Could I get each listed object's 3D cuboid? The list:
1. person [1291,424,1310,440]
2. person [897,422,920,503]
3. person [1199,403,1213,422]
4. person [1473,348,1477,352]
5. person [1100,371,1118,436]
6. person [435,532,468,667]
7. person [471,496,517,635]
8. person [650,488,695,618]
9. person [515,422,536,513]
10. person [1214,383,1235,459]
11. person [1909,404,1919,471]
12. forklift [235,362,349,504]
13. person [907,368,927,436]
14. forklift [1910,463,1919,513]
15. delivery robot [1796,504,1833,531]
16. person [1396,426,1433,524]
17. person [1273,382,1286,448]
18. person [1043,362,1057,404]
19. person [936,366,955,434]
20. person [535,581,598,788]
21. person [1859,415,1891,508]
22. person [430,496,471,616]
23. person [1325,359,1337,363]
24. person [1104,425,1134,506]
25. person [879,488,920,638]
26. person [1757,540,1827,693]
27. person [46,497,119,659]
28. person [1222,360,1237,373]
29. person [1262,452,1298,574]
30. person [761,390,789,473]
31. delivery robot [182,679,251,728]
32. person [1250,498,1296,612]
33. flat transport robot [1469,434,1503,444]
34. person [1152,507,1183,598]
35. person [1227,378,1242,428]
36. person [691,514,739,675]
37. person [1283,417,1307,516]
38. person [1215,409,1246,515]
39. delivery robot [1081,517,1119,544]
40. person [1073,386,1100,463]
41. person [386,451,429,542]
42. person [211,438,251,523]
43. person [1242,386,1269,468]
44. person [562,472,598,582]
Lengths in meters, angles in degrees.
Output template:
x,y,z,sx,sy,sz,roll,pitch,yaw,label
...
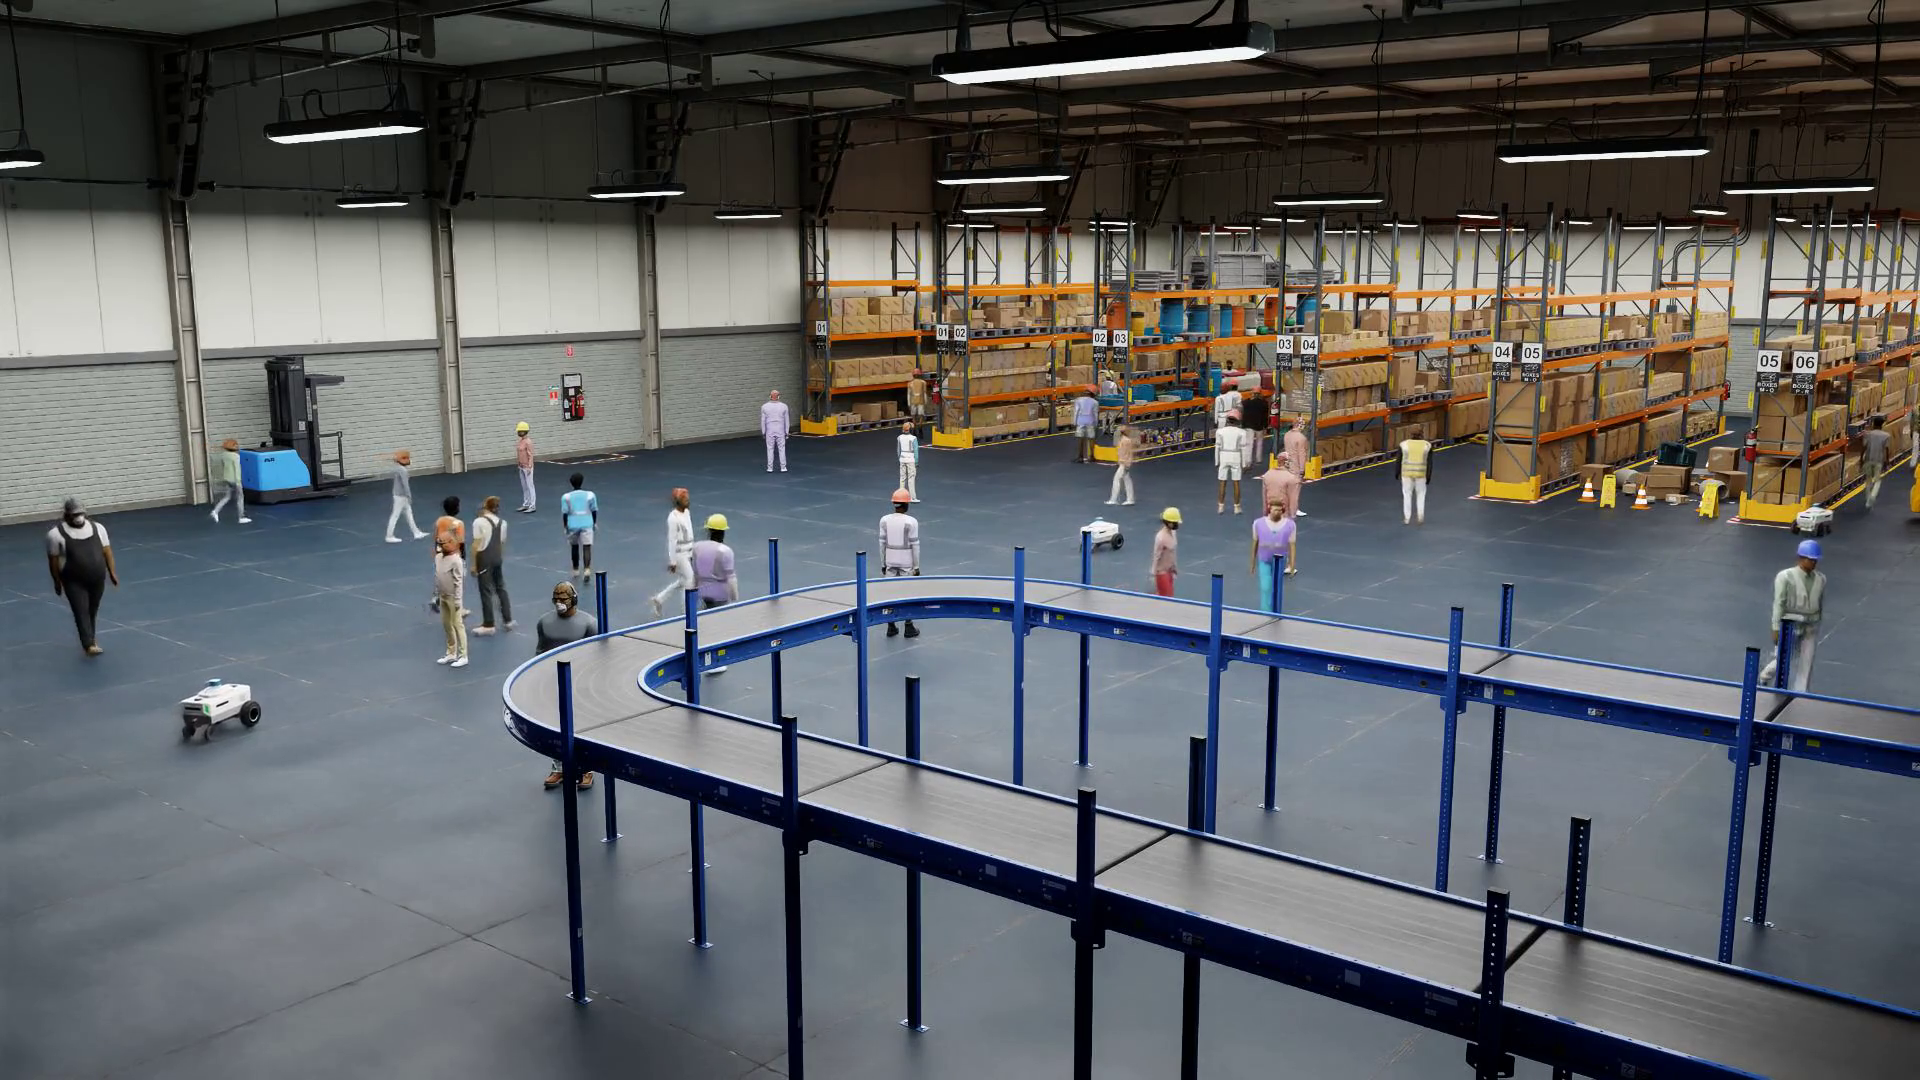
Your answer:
x,y,z,sx,sy,sz,roll,pitch,yaw,label
8.396,-2.882,38.314,0.597,1.914,0.492,8,13,37,person
-1.049,-1.570,31.682,0.513,1.641,0.309,7,12,36,person
7.668,-4.439,47.384,0.872,1.792,0.621,-8,13,-37,person
17.718,-5.643,53.819,0.694,1.922,0.416,-3,10,-15,person
4.199,-3.833,43.883,0.592,1.833,0.404,9,13,40,person
-6.166,0.708,18.901,0.500,1.628,0.268,8,13,39,person
-6.146,0.332,20.546,0.346,1.805,0.639,6,12,29,person
-3.794,0.213,21.032,0.765,1.866,0.581,1,10,4,person
-8.478,-1.421,30.483,0.305,1.772,0.525,-9,13,-40,person
6.581,-2.960,38.880,0.588,1.873,0.363,-6,12,-29,person
22.556,-2.518,36.611,0.625,1.795,0.949,8,13,37,person
-13.803,-2.244,32.110,1.129,2.768,1.873,8,13,37,forklift
-1.203,-3.852,43.745,0.562,1.918,0.562,0,10,-1,person
19.034,-1.348,28.998,2.313,2.155,1.214,8,13,37,forklift
15.332,-0.408,28.052,0.707,0.478,0.477,-7,12,-35,delivery robot
8.443,-1.212,29.123,0.646,1.835,0.468,2,10,12,person
8.457,-3.278,41.018,0.530,1.745,0.641,7,12,35,person
2.733,-4.477,47.505,0.404,1.830,0.603,-8,13,-39,person
-0.412,-3.934,44.154,0.633,1.936,0.355,6,11,29,person
-3.624,1.336,14.492,0.631,1.940,0.372,2,10,9,person
18.081,-1.545,30.973,0.510,1.847,0.540,8,13,37,person
-6.970,0.239,21.366,0.544,1.681,0.452,6,12,32,person
12.425,-5.496,52.844,0.819,1.961,0.622,9,14,43,person
3.169,-1.485,31.261,0.733,1.607,0.549,0,10,1,person
-0.771,0.290,20.387,0.549,1.933,0.373,4,11,23,person
8.970,0.925,16.841,0.616,1.931,0.747,-1,10,-6,person
-10.835,0.438,19.373,1.023,2.000,0.682,8,13,37,person
8.302,-4.654,48.496,0.520,1.840,0.834,4,11,22,person
5.049,-0.434,24.546,0.403,1.906,0.652,-7,13,-36,person
-4.282,-2.518,36.271,0.652,1.906,0.402,-1,10,-7,person
-7.724,1.688,16.255,0.477,0.478,0.707,3,10,14,delivery robot
4.148,0.303,20.740,0.573,1.794,0.967,1,10,5,person
14.572,-2.745,42.270,1.431,0.197,0.652,-1,10,-4,flat transport robot
2.573,0.407,20.277,0.668,1.726,0.569,6,12,29,person
6.977,-3.181,39.973,0.541,1.923,0.391,9,13,41,person
-2.871,0.631,18.537,0.608,1.904,0.525,6,12,31,person
6.479,-1.417,30.102,0.403,1.901,0.639,-4,11,-20,person
5.233,-1.519,30.280,0.607,2.042,0.388,3,11,18,person
2.370,-0.140,26.545,0.477,0.478,0.707,9,14,43,delivery robot
3.048,-2.801,37.960,0.670,1.885,0.367,1,10,3,person
-9.663,-0.765,27.267,0.811,1.585,0.511,-5,11,-28,person
-13.604,-1.091,29.085,0.508,1.615,0.670,5,11,28,person
6.990,-2.682,37.091,0.630,1.950,1.009,4,11,19,person
-5.799,-0.200,23.901,0.533,1.667,0.795,-2,10,-12,person
